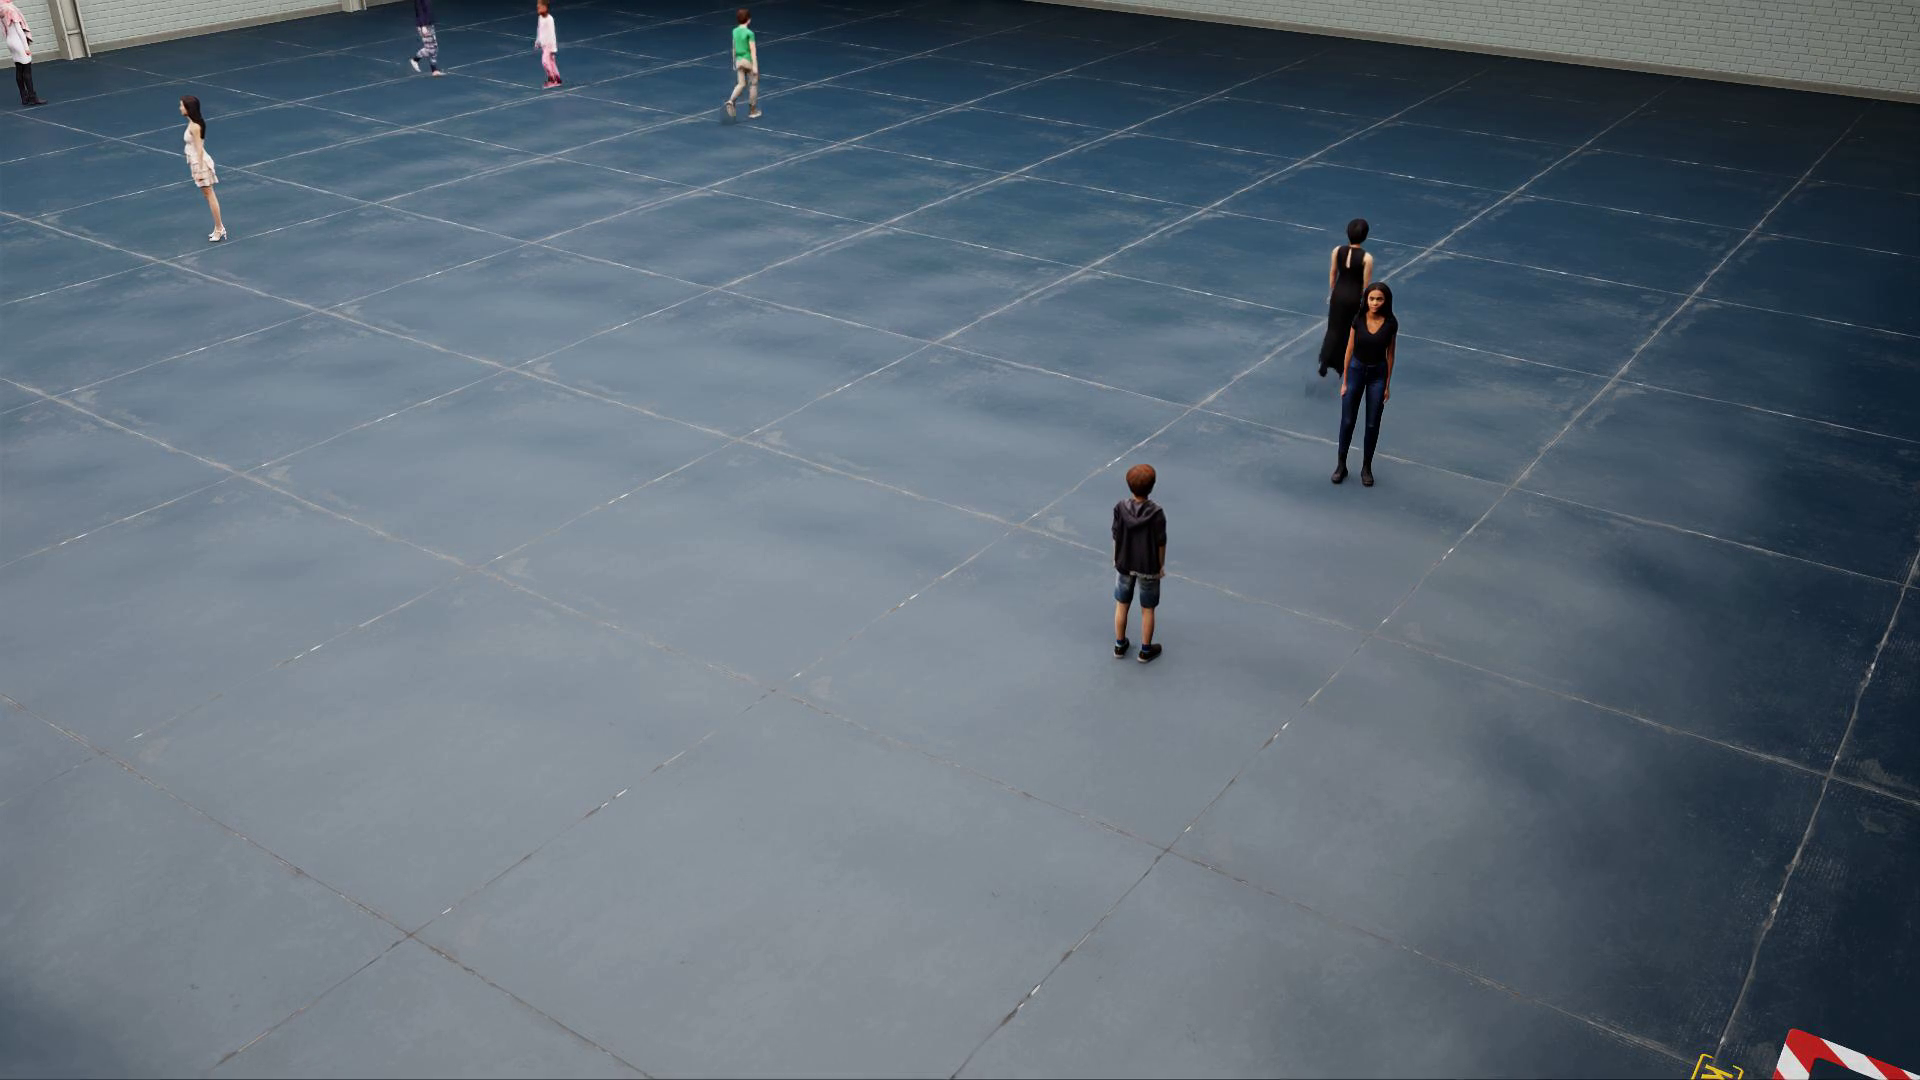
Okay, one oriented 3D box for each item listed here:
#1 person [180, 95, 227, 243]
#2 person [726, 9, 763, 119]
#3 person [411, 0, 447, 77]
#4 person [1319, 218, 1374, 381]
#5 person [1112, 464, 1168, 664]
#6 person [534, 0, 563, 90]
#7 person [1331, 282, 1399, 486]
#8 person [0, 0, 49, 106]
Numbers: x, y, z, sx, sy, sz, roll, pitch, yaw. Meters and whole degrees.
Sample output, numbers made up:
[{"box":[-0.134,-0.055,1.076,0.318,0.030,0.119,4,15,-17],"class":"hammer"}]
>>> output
[{"box":[-9.034,-4.438,19.857,0.687,1.736,0.658,-10,29,-19],"class":"person"},{"box":[-3.329,-7.252,25.433,0.588,1.634,0.926,17,32,30],"class":"person"},{"box":[-9.152,-8.755,28.255,0.894,1.722,0.867,1,27,2],"class":"person"},{"box":[3.625,-2.235,15.738,0.575,1.590,0.742,18,32,31],"class":"person"},{"box":[1.207,0.152,11.259,0.571,1.447,0.567,12,29,22],"class":"person"},{"box":[-6.768,-8.238,27.569,0.728,1.433,0.659,-18,32,-31],"class":"person"},{"box":[3.365,-1.308,13.774,0.624,1.740,0.634,6,28,12],"class":"person"},{"box":[-14.945,-7.831,26.373,0.640,1.804,0.608,15,31,26],"class":"person"}]
